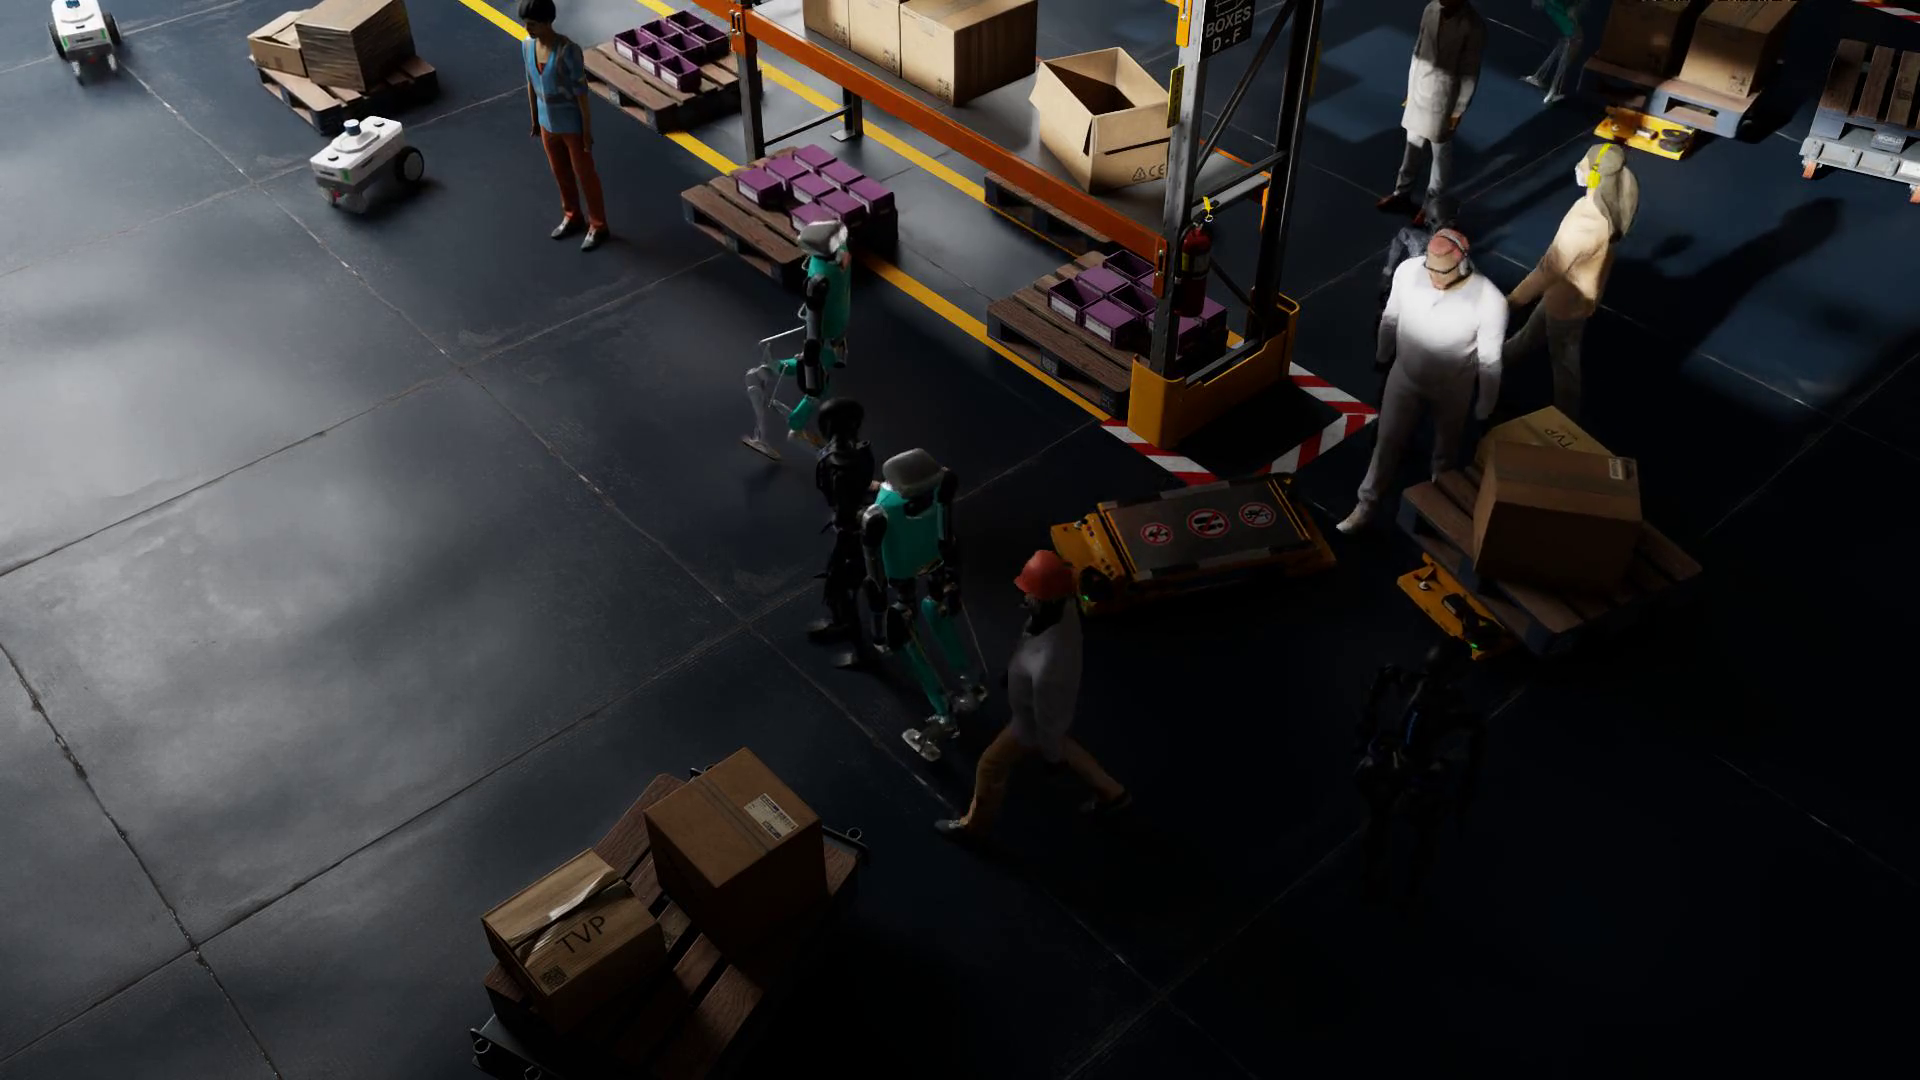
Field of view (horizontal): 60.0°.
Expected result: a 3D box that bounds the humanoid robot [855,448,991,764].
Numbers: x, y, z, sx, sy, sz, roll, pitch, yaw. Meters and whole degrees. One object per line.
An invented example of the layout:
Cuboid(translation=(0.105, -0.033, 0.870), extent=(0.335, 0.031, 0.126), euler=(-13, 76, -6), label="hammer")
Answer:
Cuboid(translation=(-0.083, 0.408, 7.548), extent=(0.541, 1.774, 0.679), euler=(-33, 52, -31), label="humanoid robot")

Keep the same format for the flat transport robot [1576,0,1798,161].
Cuboid(translation=(5.458, -3.353, 12.742), extent=(0.659, 0.231, 1.431), euler=(27, 49, 26), label="flat transport robot")

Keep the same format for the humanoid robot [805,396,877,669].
Cuboid(translation=(-0.589, -0.003, 8.056), extent=(0.393, 1.654, 0.588), euler=(-2, 43, -3), label="humanoid robot")

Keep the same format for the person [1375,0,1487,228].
Cuboid(translation=(3.202, -2.976, 11.182), extent=(0.370, 1.828, 0.503), euler=(-27, 49, -26), label="person")

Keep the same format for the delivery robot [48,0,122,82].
Cuboid(translation=(-7.019, -4.065, 13.319), extent=(0.499, 0.613, 0.816), euler=(-19, 46, -20), label="delivery robot")

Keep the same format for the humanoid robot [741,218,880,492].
Cuboid(translation=(-0.960, -1.010, 9.157), extent=(1.040, 1.774, 0.536), euler=(11, 44, 12), label="humanoid robot")

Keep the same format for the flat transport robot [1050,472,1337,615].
Cuboid(translation=(1.272, 0.009, 9.085), extent=(1.431, 0.231, 0.659), euler=(-10, 44, -11), label="flat transport robot")

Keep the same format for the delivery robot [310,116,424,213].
Cuboid(translation=(-4.242, -2.710, 11.845), extent=(0.510, 0.614, 0.785), euler=(15, 45, 16), label="delivery robot")

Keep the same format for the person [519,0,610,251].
Cuboid(translation=(-2.637, -2.760, 10.997), extent=(0.501, 1.759, 0.334), euler=(20, 46, 20), label="person")

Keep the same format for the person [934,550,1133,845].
Cuboid(translation=(0.352, 0.722, 7.256), extent=(0.846, 1.680, 0.538), euler=(8, 43, 9), label="person")

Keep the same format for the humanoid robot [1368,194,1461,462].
Cuboid(translation=(2.565, -1.200, 9.361), extent=(0.324, 1.647, 0.585), euler=(-30, 50, -28), label="humanoid robot")

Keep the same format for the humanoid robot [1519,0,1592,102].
Cuboid(translation=(4.589, -4.219, 12.608), extent=(0.839, 1.788, 0.615), euler=(10, 43, 10), label="humanoid robot")

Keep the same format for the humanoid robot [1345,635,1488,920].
Cuboid(translation=(1.878, 0.981, 6.987), extent=(0.589, 1.652, 0.335), euler=(30, 50, 29), label="humanoid robot")

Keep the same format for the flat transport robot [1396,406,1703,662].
Cuboid(translation=(3.129, 0.161, 8.920), extent=(1.431, 0.231, 0.659), euler=(-19, 46, -20), label="flat transport robot")

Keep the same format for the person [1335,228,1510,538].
Cuboid(translation=(2.489, -0.822, 8.823), extent=(0.742, 1.843, 0.994), euler=(25, 48, 25), label="person")

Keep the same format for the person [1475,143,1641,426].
Cuboid(translation=(3.353, -1.456, 9.522), extent=(0.949, 1.832, 0.575), euler=(26, 48, 25), label="person")
